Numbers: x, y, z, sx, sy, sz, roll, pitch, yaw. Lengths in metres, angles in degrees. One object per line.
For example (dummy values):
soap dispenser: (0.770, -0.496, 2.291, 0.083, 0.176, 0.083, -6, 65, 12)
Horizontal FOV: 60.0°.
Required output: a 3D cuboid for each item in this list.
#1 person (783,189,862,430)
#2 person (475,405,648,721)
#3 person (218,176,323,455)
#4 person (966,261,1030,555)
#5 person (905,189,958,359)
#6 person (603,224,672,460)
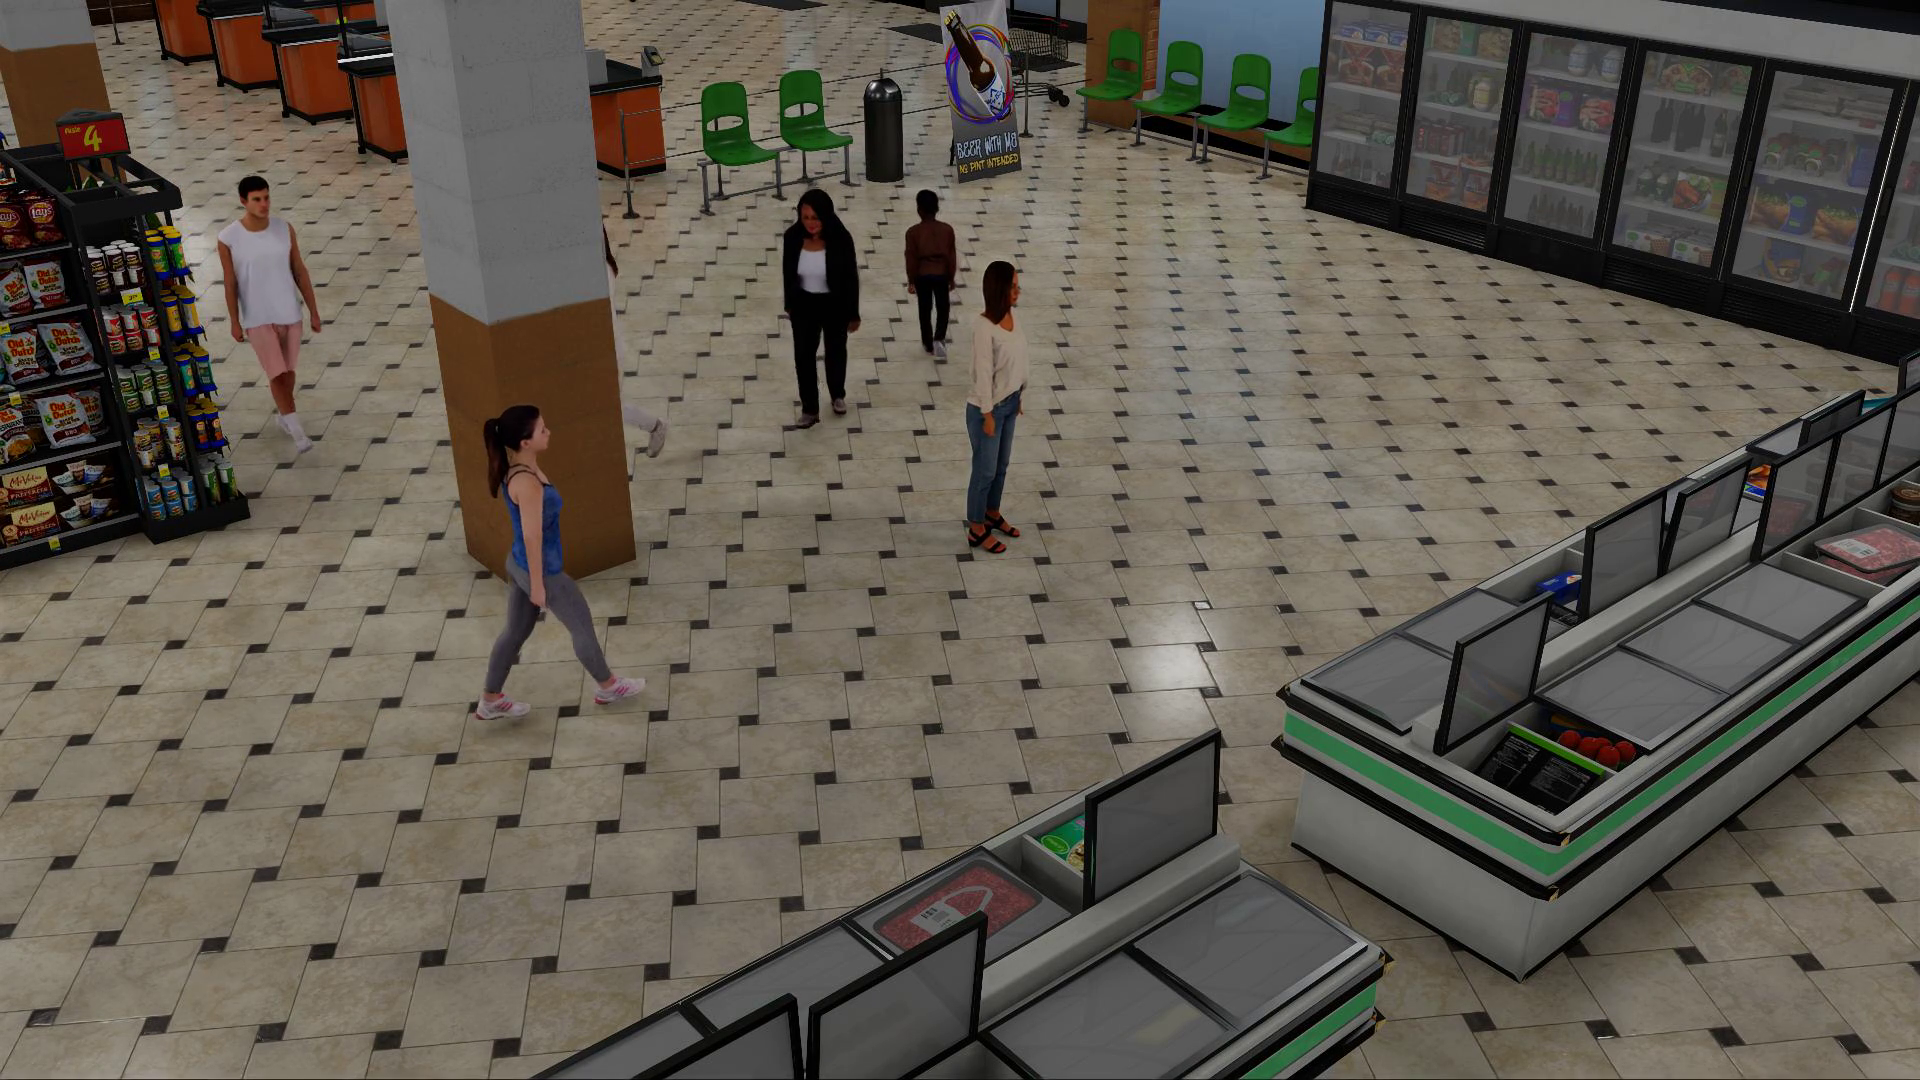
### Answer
person: (-0.903, -1.560, 10.982, 0.939, 1.581, 0.991, -2, 27, -5)
person: (-2.002, 0.157, 7.607, 1.081, 1.571, 0.721, -13, 30, -24)
person: (-4.400, -1.442, 10.567, 0.984, 1.746, 0.718, -21, 34, -36)
person: (0.180, -0.743, 9.264, 0.738, 1.677, 0.605, 14, 30, 26)
person: (-0.202, -1.901, 12.022, 0.761, 1.248, 0.786, -3, 27, -7)
person: (-2.123, -1.183, 10.135, 0.905, 1.674, 0.681, -15, 30, -27)
